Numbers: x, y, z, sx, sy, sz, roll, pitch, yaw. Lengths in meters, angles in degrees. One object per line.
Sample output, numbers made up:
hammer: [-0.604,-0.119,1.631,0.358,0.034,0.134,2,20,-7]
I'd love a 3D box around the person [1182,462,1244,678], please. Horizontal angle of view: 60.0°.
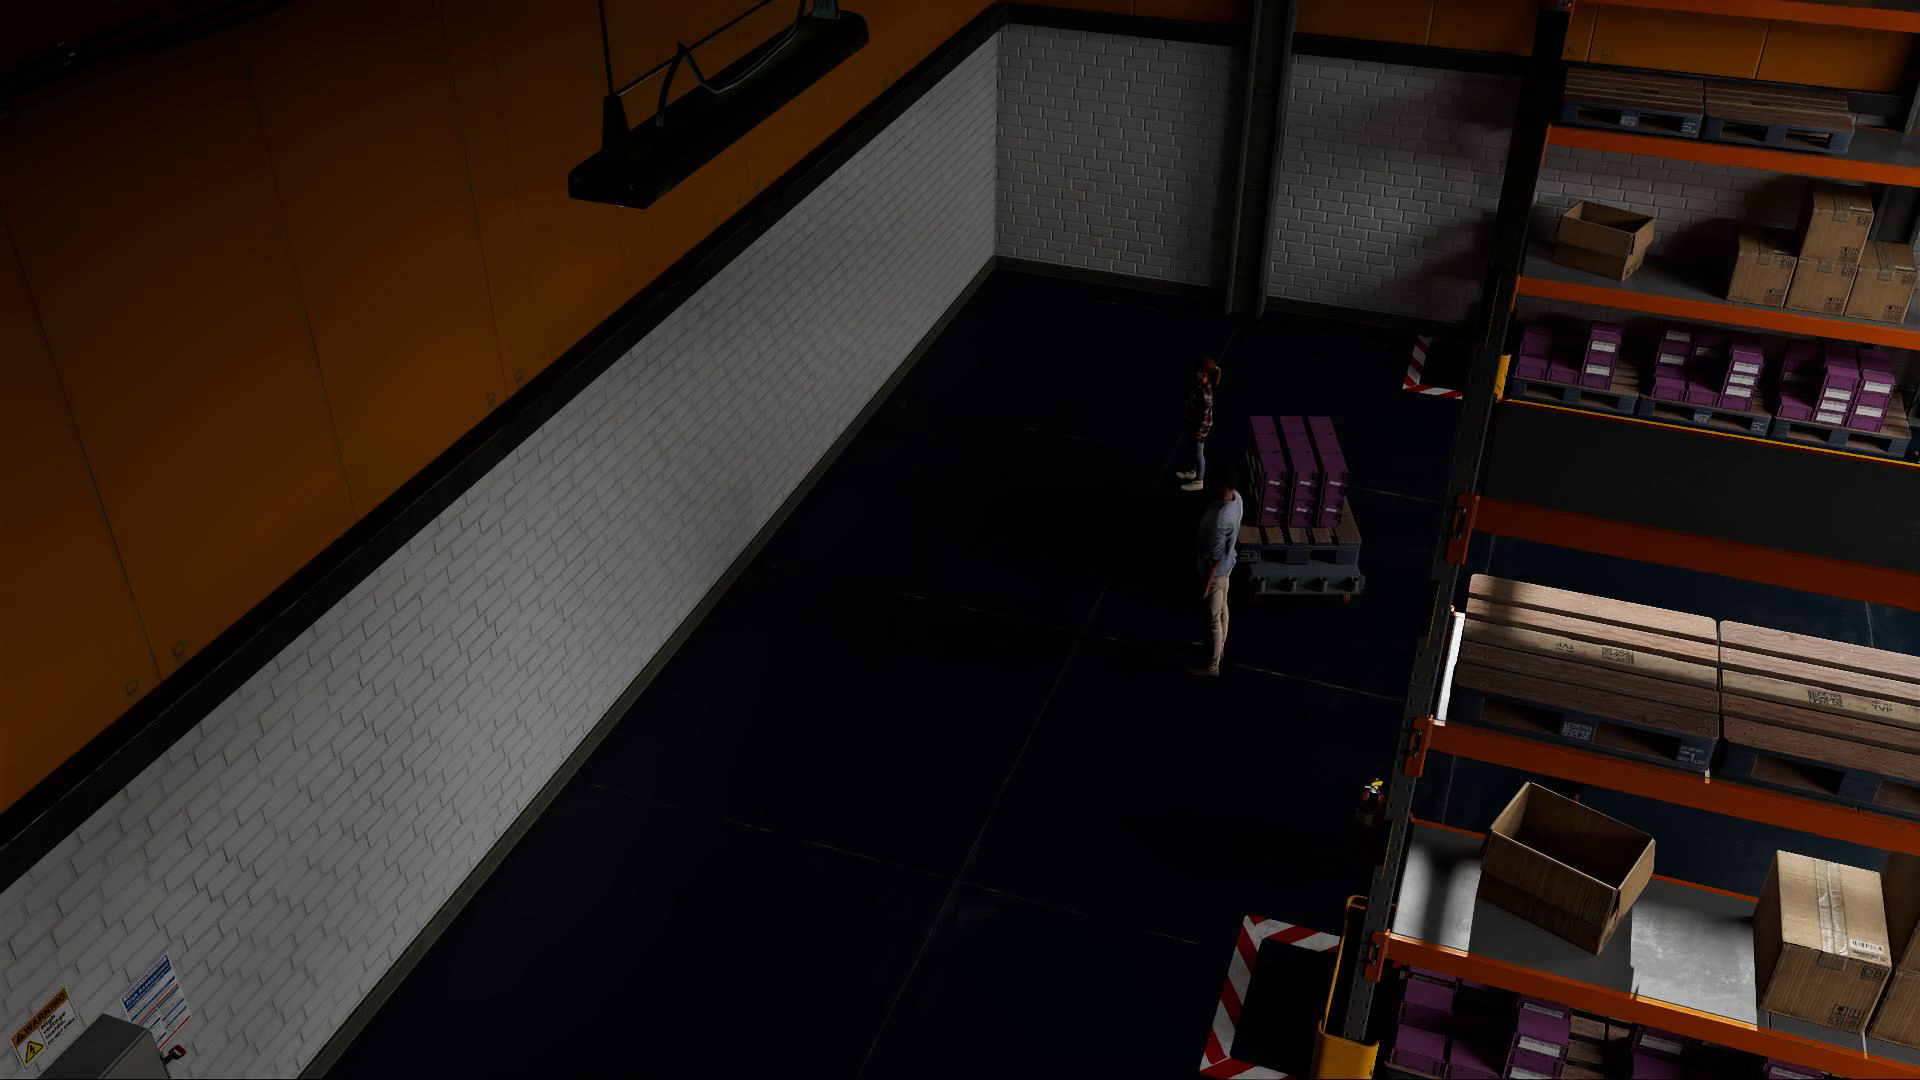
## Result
person: [1.945,0.213,12.589,0.542,1.848,0.642,12,36,18]

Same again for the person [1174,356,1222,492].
person: [2.158,-1.065,15.002,0.633,1.306,0.607,-2,34,-3]
